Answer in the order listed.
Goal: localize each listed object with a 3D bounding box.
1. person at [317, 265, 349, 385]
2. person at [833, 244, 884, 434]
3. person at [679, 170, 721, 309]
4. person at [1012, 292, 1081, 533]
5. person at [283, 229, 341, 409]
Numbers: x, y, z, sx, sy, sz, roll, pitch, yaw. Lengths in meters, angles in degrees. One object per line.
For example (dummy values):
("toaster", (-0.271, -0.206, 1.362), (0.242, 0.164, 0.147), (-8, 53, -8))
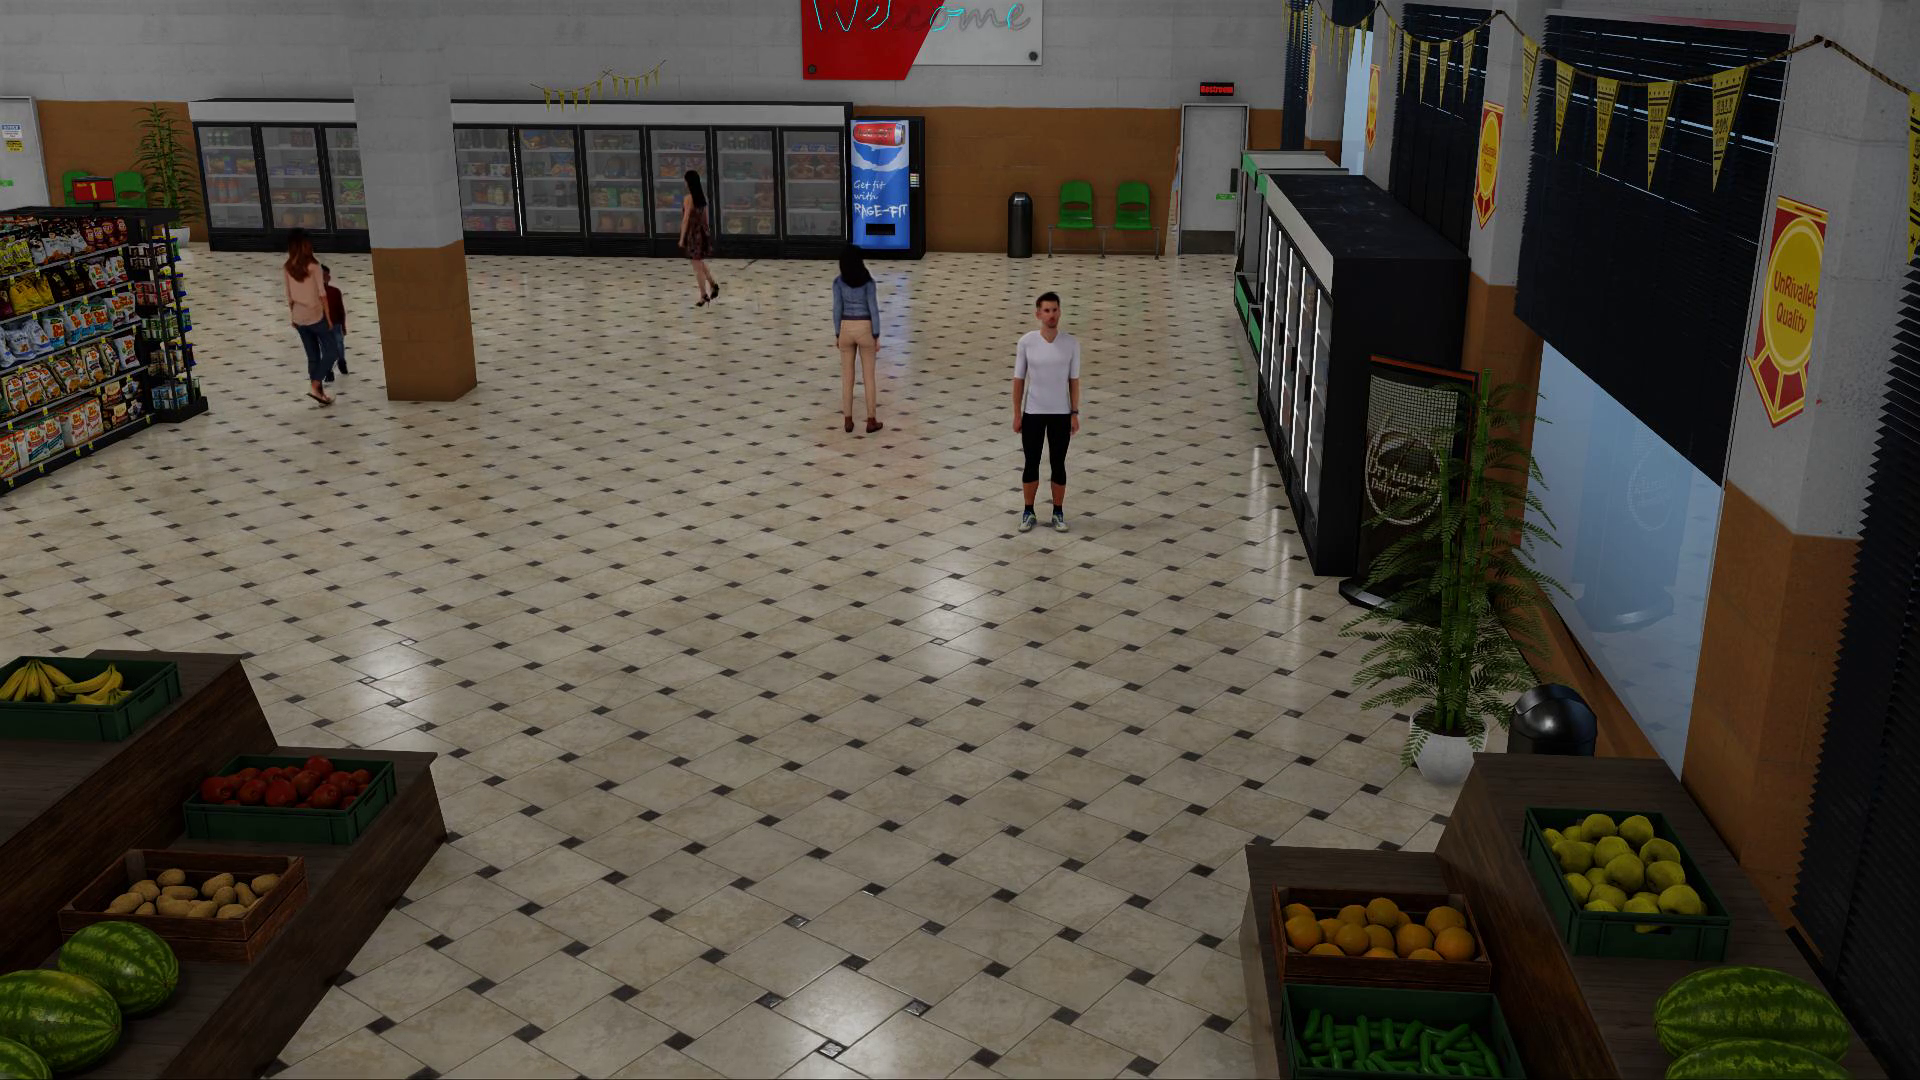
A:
("person", (-6.718, -2.314, 17.730), (0.702, 1.229, 0.961), (-5, 19, -15))
("person", (-0.970, -1.892, 15.627), (0.620, 1.773, 0.588), (4, 19, 11))
("person", (-3.330, -3.871, 21.510), (0.774, 1.764, 0.744), (8, 20, 22))
("person", (0.669, -0.993, 12.837), (0.678, 1.853, 0.570), (0, 19, 1))
("person", (-6.432, -2.153, 16.388), (0.657, 1.782, 0.746), (4, 19, 12))
